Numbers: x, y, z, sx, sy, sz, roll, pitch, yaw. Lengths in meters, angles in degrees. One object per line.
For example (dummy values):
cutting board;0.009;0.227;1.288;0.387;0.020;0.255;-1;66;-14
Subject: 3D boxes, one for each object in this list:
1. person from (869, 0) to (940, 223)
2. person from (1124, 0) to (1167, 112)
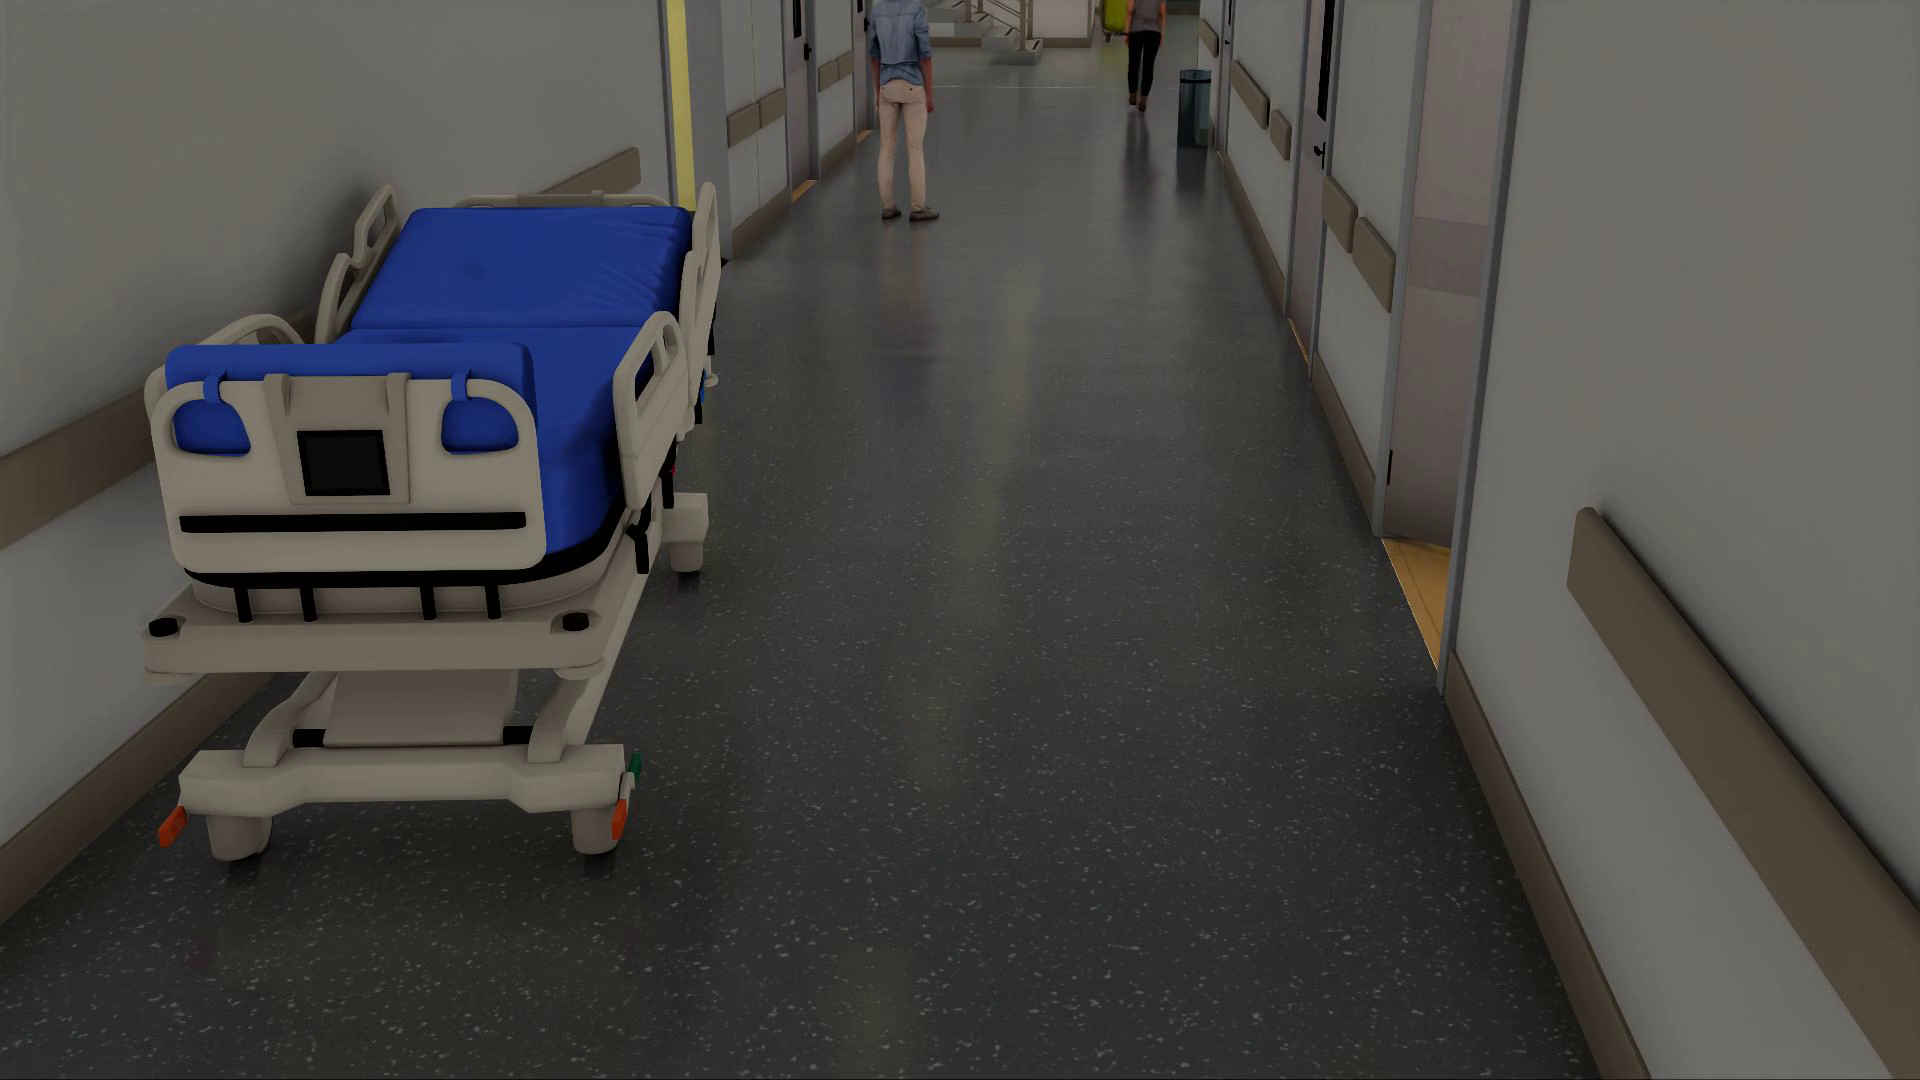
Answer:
person;-0.423;-3.271;12.088;0.633;1.847;0.784;10;23;25
person;2.072;-5.649;18.590;0.949;1.687;0.687;2;21;6
